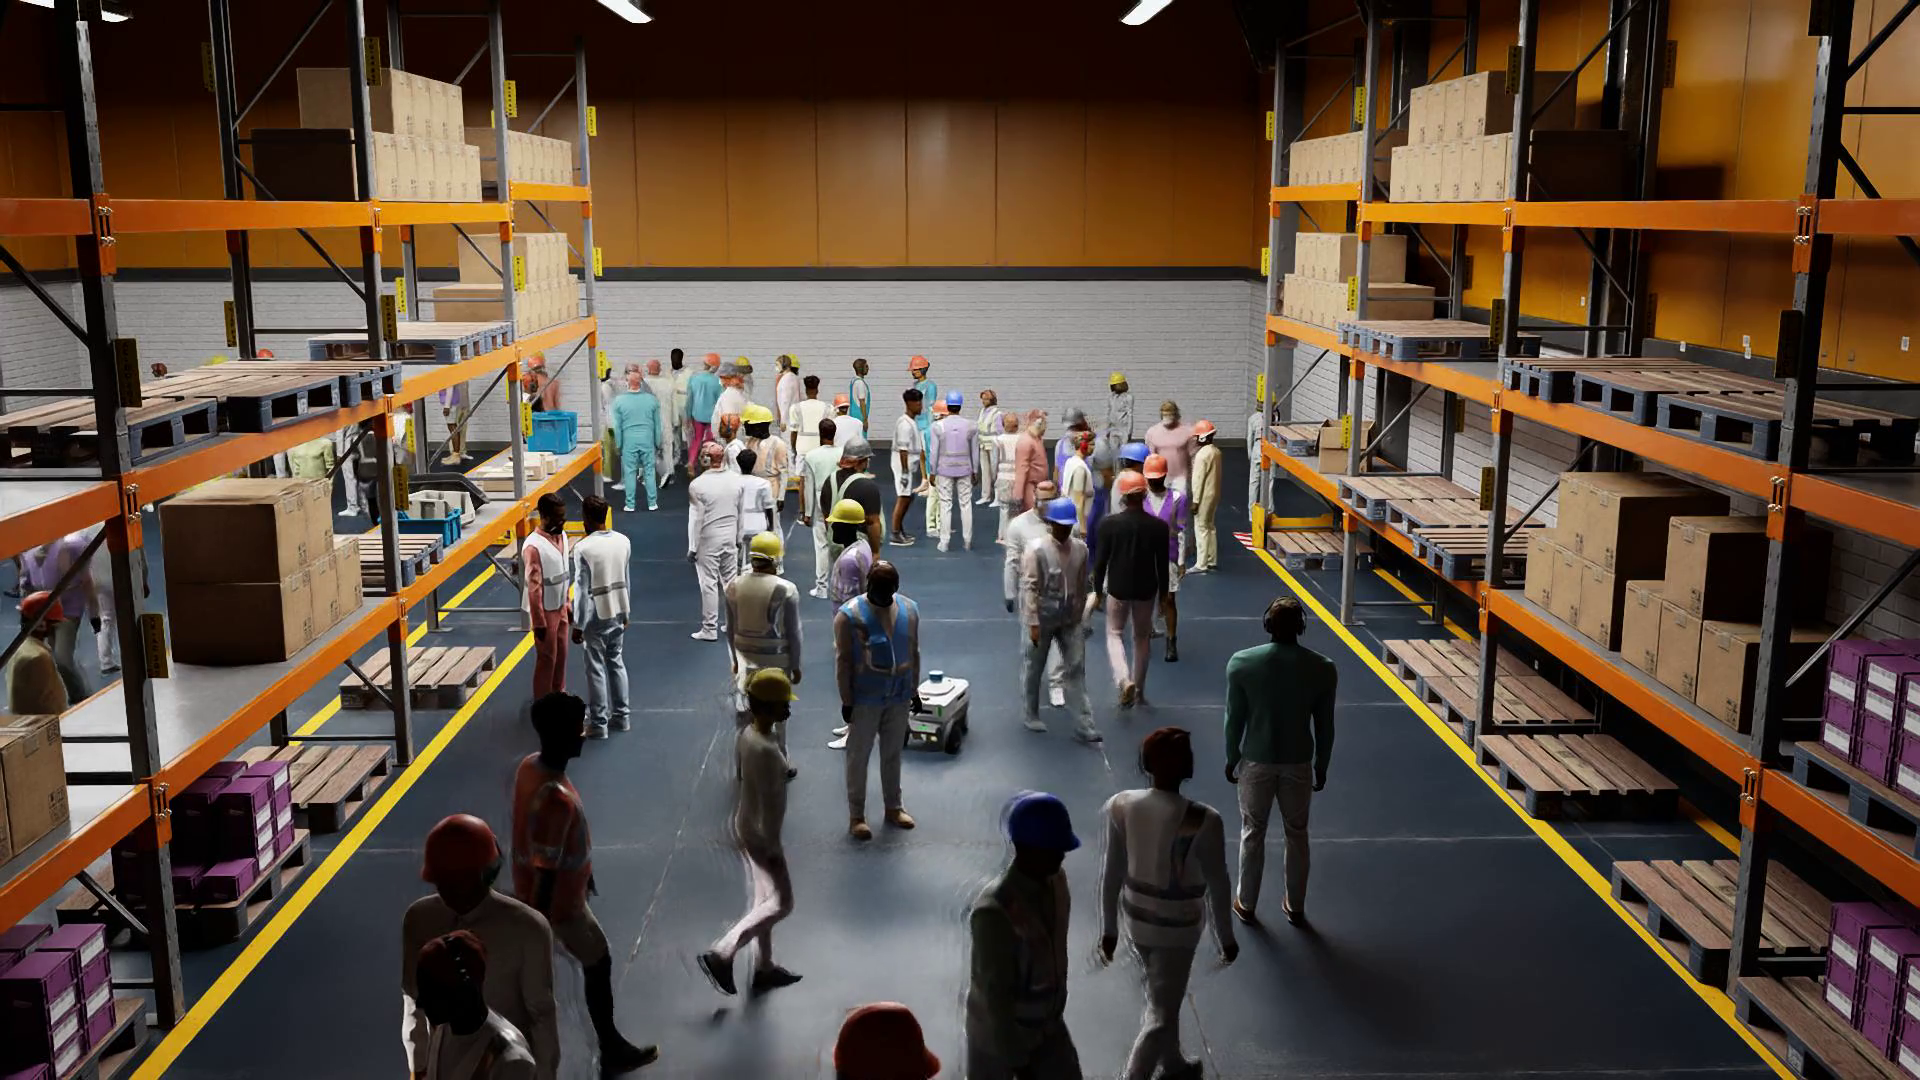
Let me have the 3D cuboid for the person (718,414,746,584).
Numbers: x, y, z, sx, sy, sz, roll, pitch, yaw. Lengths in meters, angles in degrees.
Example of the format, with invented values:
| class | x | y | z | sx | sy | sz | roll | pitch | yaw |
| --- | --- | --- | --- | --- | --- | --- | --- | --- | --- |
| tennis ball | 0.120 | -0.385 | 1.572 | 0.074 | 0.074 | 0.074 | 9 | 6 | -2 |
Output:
| class | x | y | z | sx | sy | sz | roll | pitch | yaw |
| --- | --- | --- | --- | --- | --- | --- | --- | --- | --- |
| person | -2.510 | -0.455 | 18.314 | 0.355 | 1.882 | 0.575 | -1 | 11 | -7 |

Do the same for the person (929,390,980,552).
| class | x | y | z | sx | sy | sz | roll | pitch | yaw |
| --- | --- | --- | --- | --- | --- | --- | --- | --- | --- |
| person | -0.068 | -0.826 | 20.008 | 0.615 | 1.945 | 0.399 | -2 | 11 | -10 |

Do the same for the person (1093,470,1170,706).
| class | x | y | z | sx | sy | sz | roll | pitch | yaw |
| --- | --- | --- | --- | --- | --- | --- | --- | --- | --- |
| person | 1.425 | 0.424 | 13.679 | 0.641 | 1.979 | 0.707 | 0 | 11 | -2 |

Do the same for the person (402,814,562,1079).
| class | x | y | z | sx | sy | sz | roll | pitch | yaw |
| --- | --- | --- | --- | --- | --- | --- | --- | --- | --- |
| person | -1.755 | 1.936 | 6.072 | 0.621 | 1.985 | 0.408 | 3 | 12 | 15 |

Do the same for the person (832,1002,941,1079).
| class | x | y | z | sx | sy | sz | roll | pitch | yaw |
| --- | --- | --- | --- | --- | --- | --- | --- | --- | --- |
| person | -0.227 | 2.223 | 4.860 | 0.953 | 1.884 | 0.556 | -3 | 12 | -16 |

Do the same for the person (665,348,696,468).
| class | x | y | z | sx | sy | sz | roll | pitch | yaw |
| --- | --- | --- | --- | --- | --- | --- | --- | --- | --- |
| person | -4.447 | -2.109 | 26.554 | 0.587 | 1.910 | 0.396 | 6 | 13 | 29 |

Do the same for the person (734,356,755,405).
| class | x | y | z | sx | sy | sz | roll | pitch | yaw |
| --- | --- | --- | --- | --- | --- | --- | --- | --- | --- |
| person | -3.488 | -2.111 | 26.986 | 0.321 | 1.737 | 0.485 | 0 | 11 | -2 |

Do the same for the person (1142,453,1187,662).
| class | x | y | z | sx | sy | sz | roll | pitch | yaw |
| --- | --- | --- | --- | --- | --- | --- | --- | --- | --- |
| person | 1.785 | 0.158 | 15.153 | 0.550 | 1.923 | 0.390 | 2 | 11 | 10 |

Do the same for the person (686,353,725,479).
| class | x | y | z | sx | sy | sz | roll | pitch | yaw |
| --- | --- | --- | --- | --- | --- | --- | --- | --- | --- |
| person | -3.839 | -1.845 | 25.116 | 0.657 | 1.954 | 0.576 | 2 | 11 | 9 |

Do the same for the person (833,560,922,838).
| class | x | y | z | sx | sy | sz | roll | pitch | yaw |
| --- | --- | --- | --- | --- | --- | --- | --- | --- | --- |
| person | -0.521 | 1.031 | 10.983 | 0.622 | 1.837 | 0.430 | -6 | 13 | -29 |

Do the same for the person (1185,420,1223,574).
| class | x | y | z | sx | sy | sz | roll | pitch | yaw |
| --- | --- | --- | --- | --- | --- | --- | --- | --- | --- |
| person | 2.761 | -0.487 | 18.840 | 0.354 | 1.737 | 0.573 | 6 | 13 | 29 |

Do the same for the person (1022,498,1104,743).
| class | x | y | z | sx | sy | sz | roll | pitch | yaw |
| --- | --- | --- | --- | --- | --- | --- | --- | --- | --- |
| person | 0.774 | 0.627 | 12.833 | 0.627 | 1.900 | 0.987 | -5 | 12 | -25 |

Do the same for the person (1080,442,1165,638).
| class | x | y | z | sx | sy | sz | roll | pitch | yaw |
| --- | --- | --- | --- | --- | --- | --- | --- | --- | --- |
| person | 1.541 | 0.015 | 15.885 | 0.816 | 1.917 | 0.624 | -2 | 11 | -10 |

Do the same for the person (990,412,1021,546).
| class | x | y | z | sx | sy | sz | roll | pitch | yaw |
| --- | --- | --- | --- | --- | --- | --- | --- | --- | --- |
| person | 0.624 | -0.743 | 20.366 | 0.514 | 1.642 | 0.310 | -3 | 12 | -14 |

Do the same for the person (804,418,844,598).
| class | x | y | z | sx | sy | sz | roll | pitch | yaw |
| --- | --- | --- | --- | --- | --- | --- | --- | --- | --- |
| person | -1.376 | -0.332 | 17.645 | 0.585 | 1.911 | 0.391 | -7 | 13 | -32 |

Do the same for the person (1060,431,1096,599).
| class | x | y | z | sx | sy | sz | roll | pitch | yaw |
| --- | --- | --- | --- | --- | --- | --- | --- | --- | --- |
| person | 1.218 | -0.224 | 17.271 | 0.408 | 1.835 | 0.566 | 0 | 11 | 0 |

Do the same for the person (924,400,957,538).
| class | x | y | z | sx | sy | sz | roll | pitch | yaw |
| --- | --- | --- | --- | --- | --- | --- | --- | --- | --- |
| person | -0.241 | -0.900 | 20.903 | 0.353 | 1.740 | 0.568 | 5 | 12 | 25 |

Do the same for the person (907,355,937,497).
| class | x | y | z | sx | sy | sz | roll | pitch | yaw |
| --- | --- | --- | --- | --- | --- | --- | --- | --- | --- |
| person | -0.548 | -1.633 | 23.867 | 0.420 | 2.032 | 0.604 | -6 | 13 | -28 |

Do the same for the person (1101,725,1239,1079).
| class | x | y | z | sx | sy | sz | roll | pitch | yaw |
| --- | --- | --- | --- | --- | --- | --- | --- | --- | --- |
| person | 0.873 | 1.743 | 7.409 | 0.579 | 1.847 | 0.949 | 10 | 15 | 41 |

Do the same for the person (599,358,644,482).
| class | x | y | z | sx | sy | sz | roll | pitch | yaw |
| --- | --- | --- | --- | --- | --- | --- | --- | --- | --- |
| person | -5.125 | -1.803 | 25.076 | 0.799 | 1.891 | 0.600 | 2 | 11 | 8 |

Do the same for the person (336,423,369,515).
| class | x | y | z | sx | sy | sz | roll | pitch | yaw |
| --- | --- | --- | --- | --- | --- | --- | --- | --- | --- |
| person | -8.230 | -1.199 | 22.416 | 0.322 | 1.737 | 0.484 | 4 | 12 | 18 |

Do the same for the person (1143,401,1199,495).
| class | x | y | z | sx | sy | sz | roll | pitch | yaw |
| --- | --- | --- | --- | --- | --- | --- | --- | --- | --- |
| person | 2.439 | -0.677 | 19.426 | 0.627 | 1.876 | 1.065 | 5 | 12 | 25 |

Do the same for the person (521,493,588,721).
| class | x | y | z | sx | sy | sz | roll | pitch | yaw |
| --- | --- | --- | --- | --- | --- | --- | --- | --- | --- |
| person | -3.244 | 0.565 | 13.146 | 0.410 | 1.908 | 0.598 | 2 | 11 | 10 |

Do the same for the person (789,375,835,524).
| class | x | y | z | sx | sy | sz | roll | pitch | yaw |
| --- | --- | --- | --- | --- | --- | --- | --- | --- | --- |
| person | -1.930 | -1.181 | 21.778 | 0.603 | 1.958 | 0.376 | -2 | 11 | -8 |

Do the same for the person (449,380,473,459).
| class | x | y | z | sx | sy | sz | roll | pitch | yaw |
| --- | --- | --- | --- | --- | --- | --- | --- | --- | --- |
| person | -8.203 | -2.111 | 27.239 | 0.270 | 1.632 | 0.504 | 6 | 13 | 28 |

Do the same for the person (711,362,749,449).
| class | x | y | z | sx | sy | sz | roll | pitch | yaw |
| --- | --- | --- | --- | --- | --- | --- | --- | --- | --- |
| person | -3.253 | -1.467 | 22.990 | 0.782 | 2.000 | 0.695 | 3 | 12 | 15 |

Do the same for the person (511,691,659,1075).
| class | x | y | z | sx | sy | sz | roll | pitch | yaw |
| --- | --- | --- | --- | --- | --- | --- | --- | --- | --- |
| person | -1.962 | 1.637 | 7.735 | 0.978 | 1.930 | 0.599 | -7 | 13 | -30 |

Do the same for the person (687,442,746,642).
| class | x | y | z | sx | sy | sz | roll | pitch | yaw |
| --- | --- | --- | --- | --- | --- | --- | --- | --- | --- |
| person | -2.351 | 0.010 | 15.905 | 0.410 | 1.913 | 0.651 | 10 | 15 | 42 |

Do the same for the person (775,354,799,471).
| class | x | y | z | sx | sy | sz | roll | pitch | yaw |
| --- | --- | --- | --- | --- | --- | --- | --- | --- | --- |
| person | -2.594 | -1.828 | 25.071 | 0.372 | 1.933 | 0.626 | 0 | 11 | 1 |

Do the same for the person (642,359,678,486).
| class | x | y | z | sx | sy | sz | roll | pitch | yaw |
| --- | --- | --- | --- | --- | --- | --- | --- | --- | --- |
| person | -4.517 | -1.749 | 24.770 | 0.647 | 1.899 | 0.398 | -4 | 12 | -19 |

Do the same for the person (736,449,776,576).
| class | x | y | z | sx | sy | sz | roll | pitch | yaw |
| --- | --- | --- | --- | --- | --- | --- | --- | --- | --- |
| person | -2.167 | -0.092 | 17.012 | 0.554 | 1.679 | 0.366 | 0 | 11 | 0 |

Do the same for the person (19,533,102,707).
| class | x | y | z | sx | sy | sz | roll | pitch | yaw |
| --- | --- | --- | --- | --- | --- | --- | --- | --- | --- |
| person | -7.130 | 0.565 | 13.129 | 0.615 | 1.902 | 0.494 | 3 | 12 | 15 |
